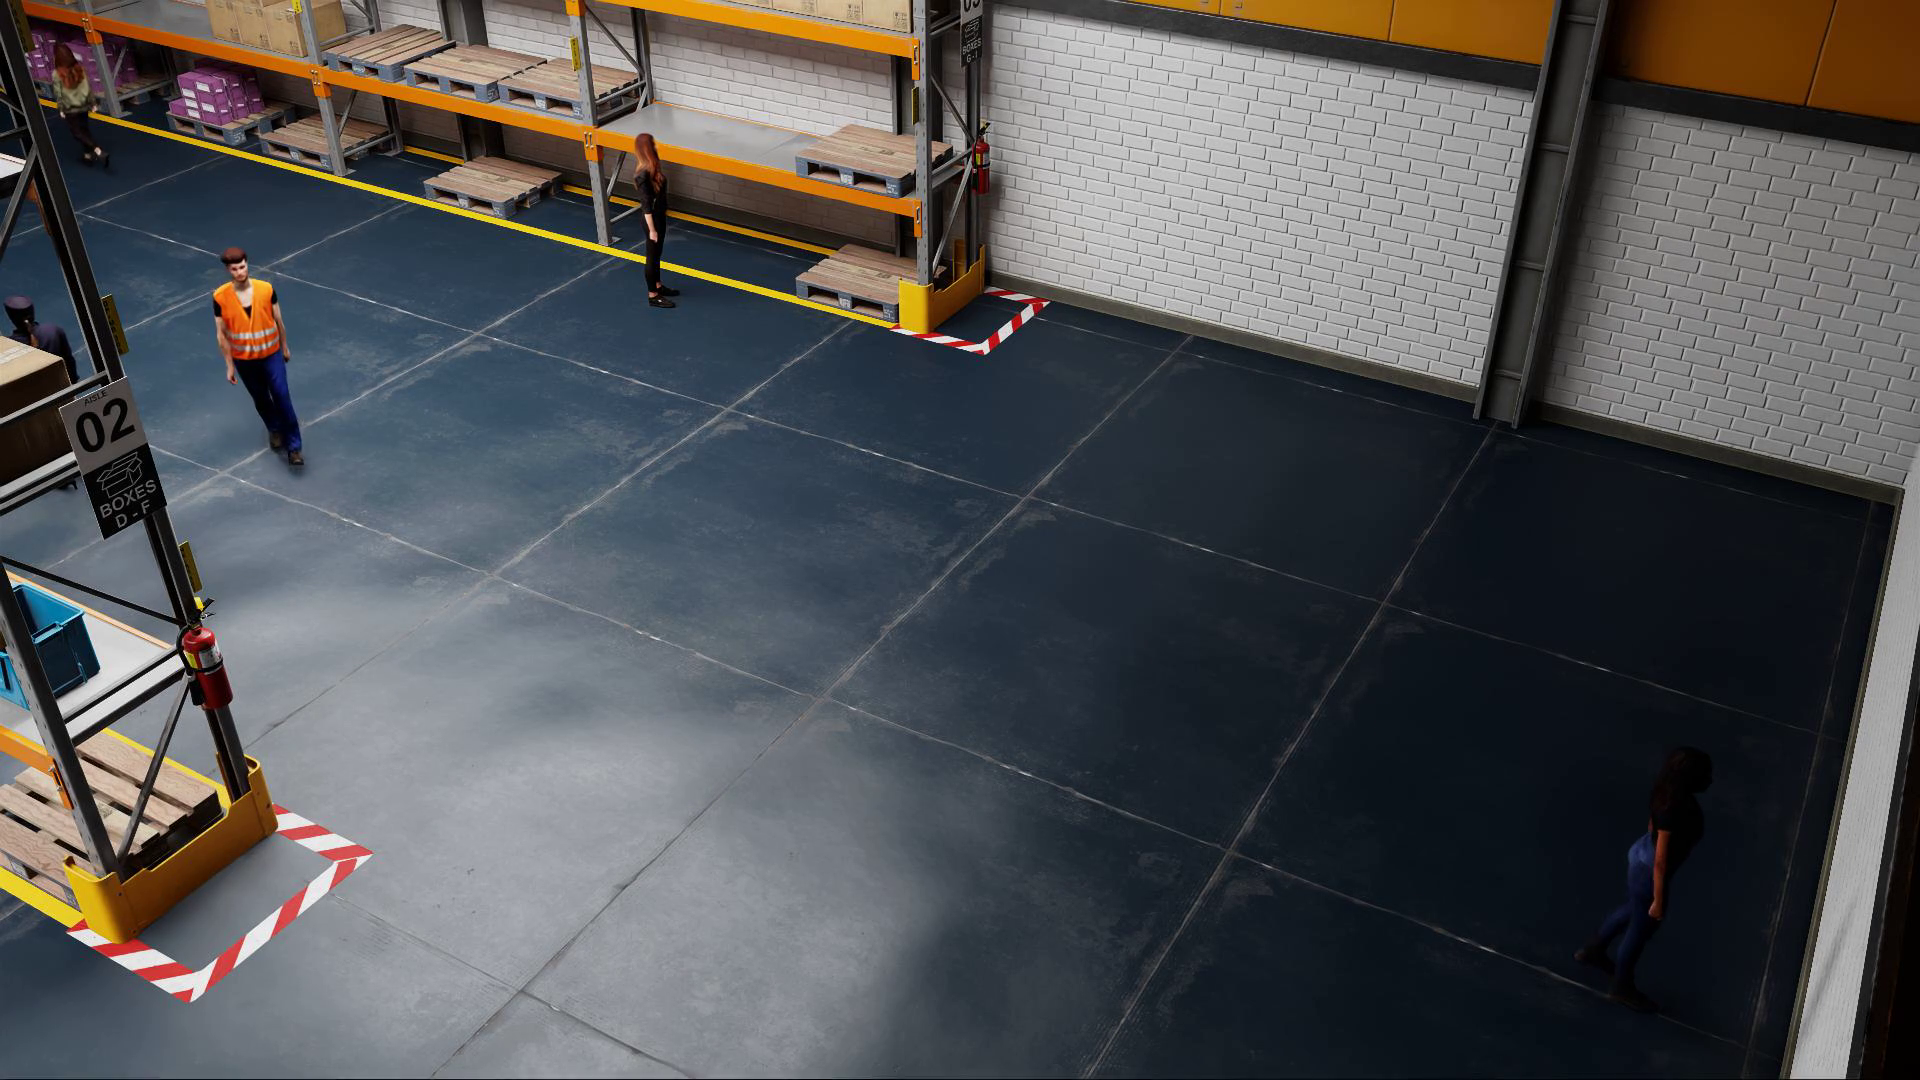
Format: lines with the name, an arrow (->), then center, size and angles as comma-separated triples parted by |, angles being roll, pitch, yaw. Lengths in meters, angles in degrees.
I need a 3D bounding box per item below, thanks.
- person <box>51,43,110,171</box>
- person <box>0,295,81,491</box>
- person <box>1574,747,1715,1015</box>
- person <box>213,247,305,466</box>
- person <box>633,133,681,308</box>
person -> -10.189, -4.989, 19.243 | 0.888, 1.460, 0.576 | 19, 38, 26
person -> -7.287, -1.167, 13.303 | 0.663, 1.671, 0.720 | 23, 40, 31
person -> 3.635, 1.769, 8.826 | 0.712, 1.738, 0.608 | 13, 36, 19
person -> -5.823, -1.566, 13.739 | 1.066, 1.854, 1.192 | -13, 36, -18
person -> -3.005, -3.131, 16.220 | 0.670, 1.712, 0.674 | 2, 34, 3
